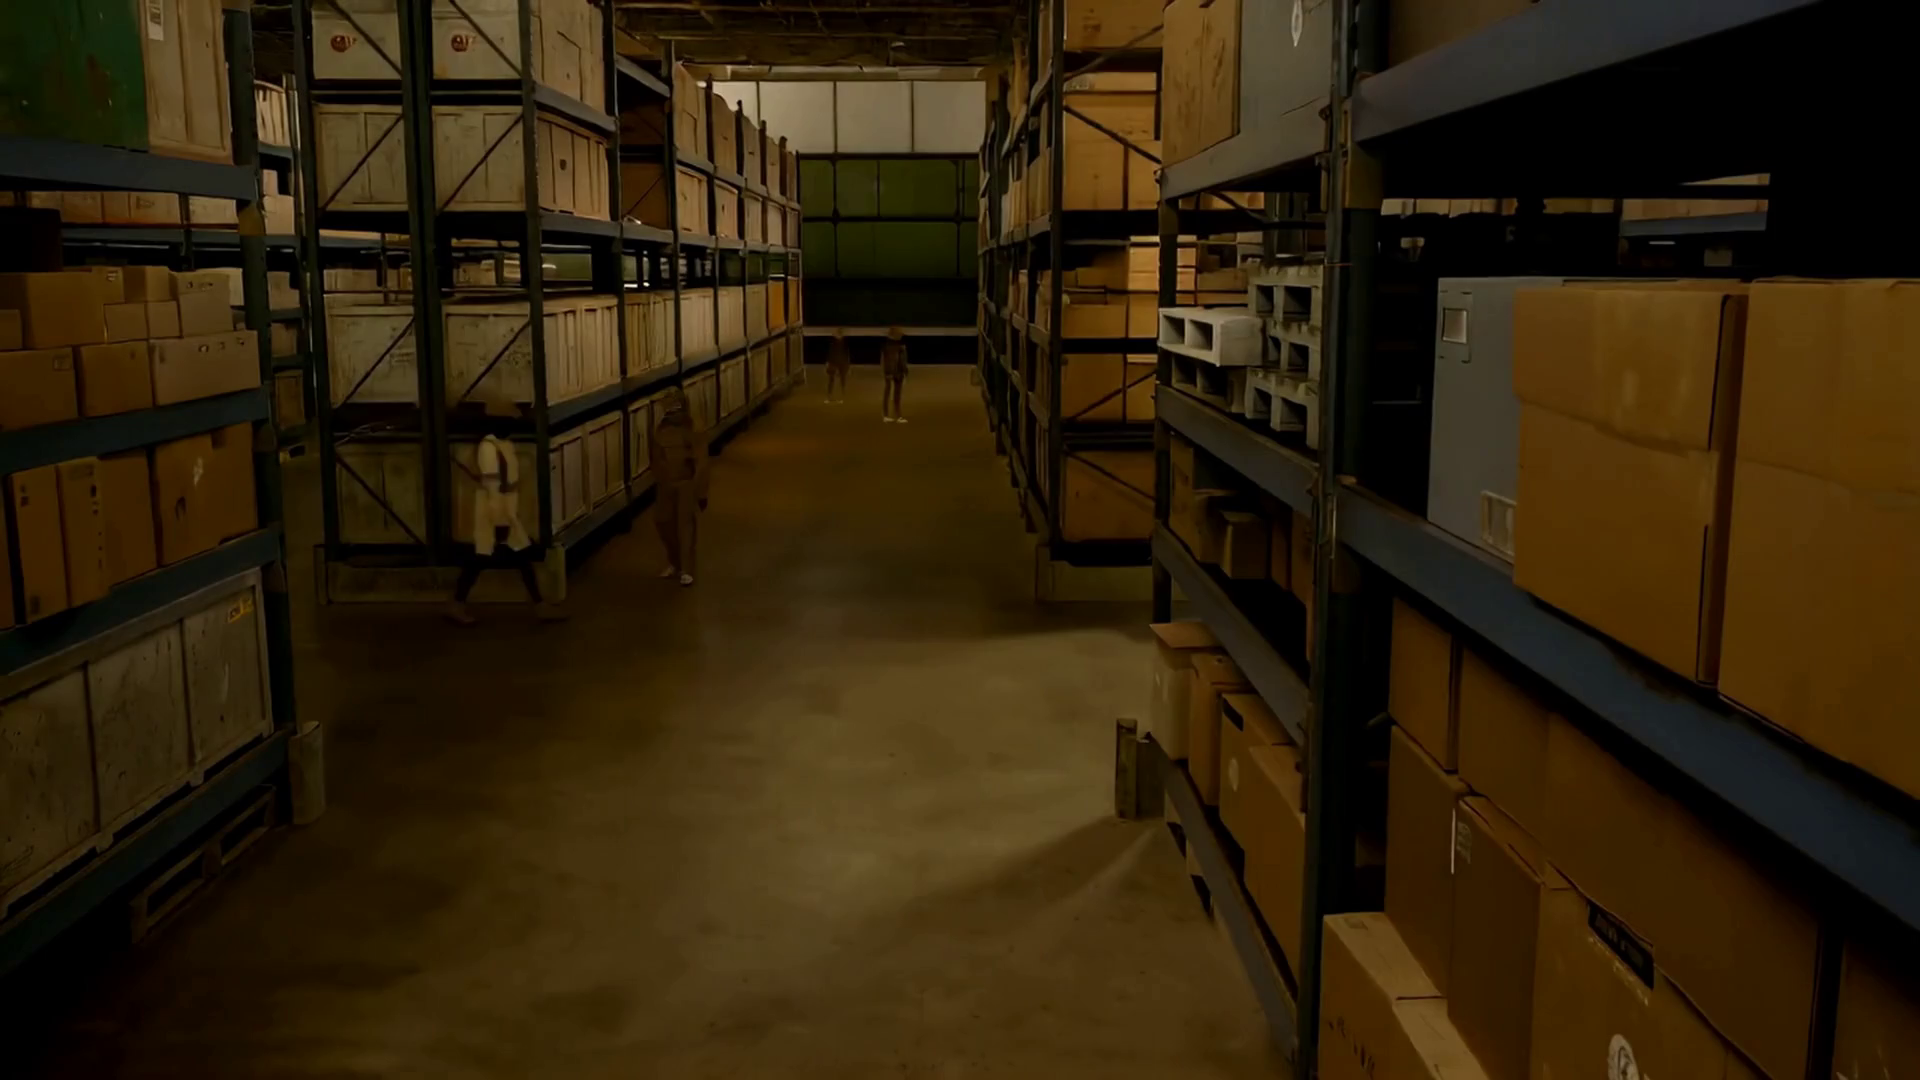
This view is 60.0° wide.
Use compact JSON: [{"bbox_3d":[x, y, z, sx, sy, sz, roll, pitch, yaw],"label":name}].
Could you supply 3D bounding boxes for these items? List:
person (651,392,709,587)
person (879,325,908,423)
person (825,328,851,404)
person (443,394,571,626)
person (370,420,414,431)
[{"bbox_3d":[-2.660,-0.492,15.966,0.687,1.875,0.566,5,11,28],"label":"person"},{"bbox_3d":[-1.305,-3.270,32.790,0.635,1.936,0.355,7,11,36],"label":"person"},{"bbox_3d":[-2.741,-3.908,37.380,0.588,1.720,0.608,2,9,9],"label":"person"},{"bbox_3d":[-3.901,-0.235,14.048,1.079,1.995,0.622,0,9,3],"label":"person"},{"bbox_3d":[-7.908,-1.689,23.194,0.643,1.908,0.399,-5,10,-26],"label":"person"}]
